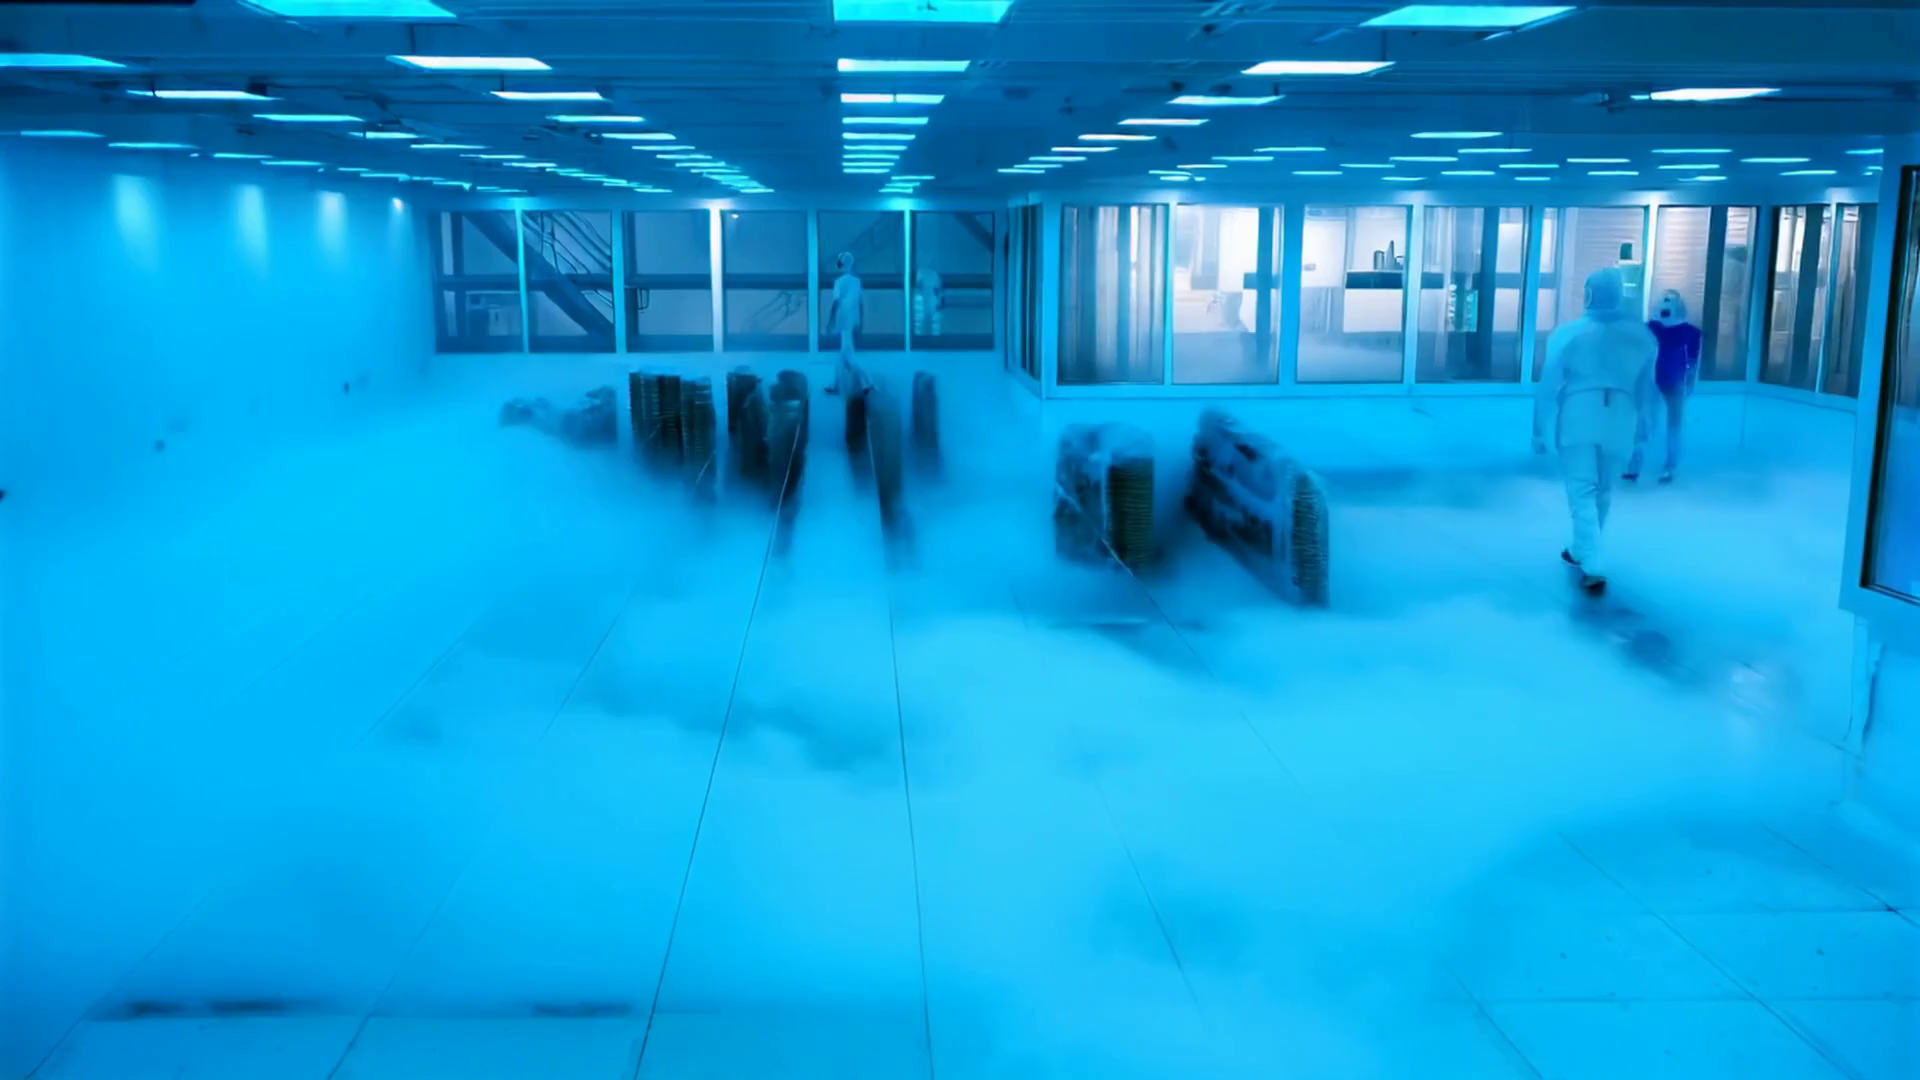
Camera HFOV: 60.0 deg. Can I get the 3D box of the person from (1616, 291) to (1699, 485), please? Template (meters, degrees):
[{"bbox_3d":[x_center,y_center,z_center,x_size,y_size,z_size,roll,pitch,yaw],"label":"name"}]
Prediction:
[{"bbox_3d":[5.715,-1.224,13.583,0.811,1.594,0.528,-10,15,-44],"label":"person"}]

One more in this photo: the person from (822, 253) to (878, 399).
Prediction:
[{"bbox_3d":[-1.385,-2.691,20.937,0.949,1.832,0.530,7,13,33],"label":"person"}]

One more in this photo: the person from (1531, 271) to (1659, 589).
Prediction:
[{"bbox_3d":[3.764,-0.661,9.895,0.661,1.862,0.985,0,11,1],"label":"person"}]
